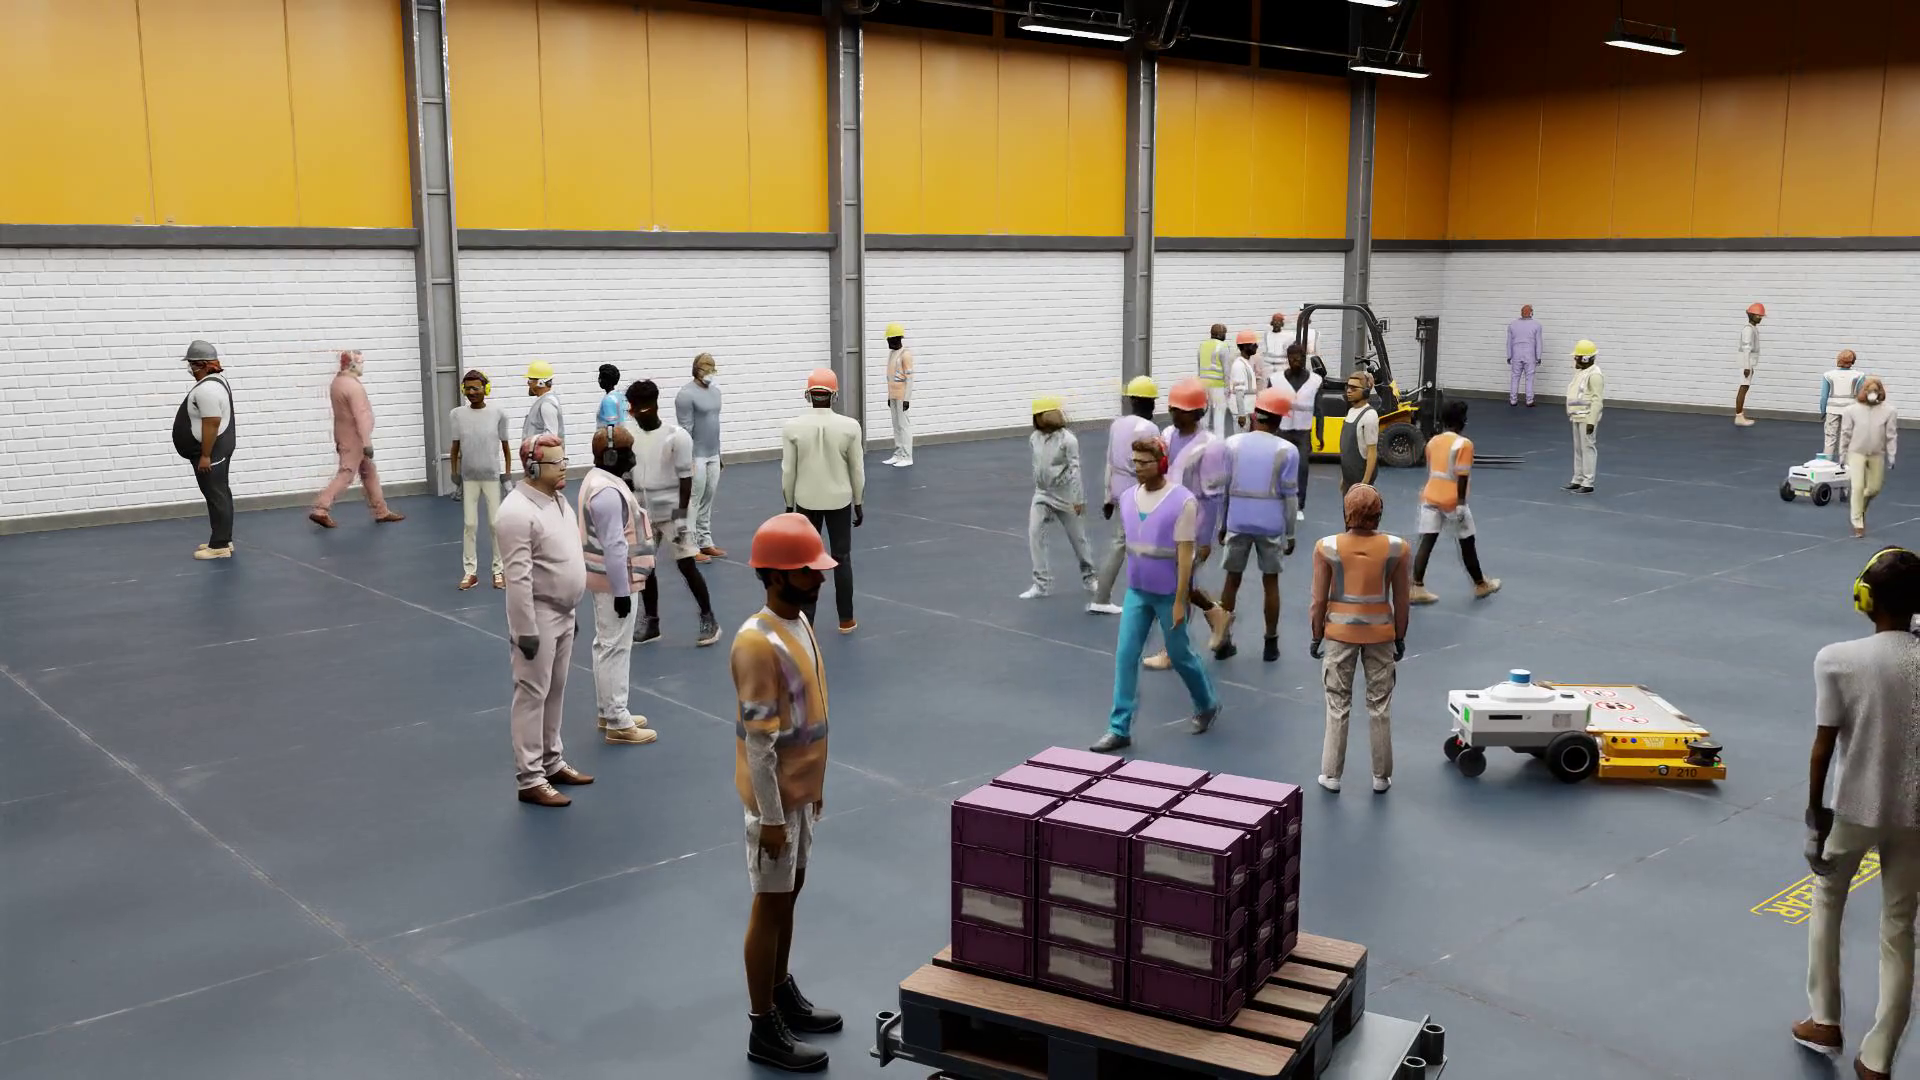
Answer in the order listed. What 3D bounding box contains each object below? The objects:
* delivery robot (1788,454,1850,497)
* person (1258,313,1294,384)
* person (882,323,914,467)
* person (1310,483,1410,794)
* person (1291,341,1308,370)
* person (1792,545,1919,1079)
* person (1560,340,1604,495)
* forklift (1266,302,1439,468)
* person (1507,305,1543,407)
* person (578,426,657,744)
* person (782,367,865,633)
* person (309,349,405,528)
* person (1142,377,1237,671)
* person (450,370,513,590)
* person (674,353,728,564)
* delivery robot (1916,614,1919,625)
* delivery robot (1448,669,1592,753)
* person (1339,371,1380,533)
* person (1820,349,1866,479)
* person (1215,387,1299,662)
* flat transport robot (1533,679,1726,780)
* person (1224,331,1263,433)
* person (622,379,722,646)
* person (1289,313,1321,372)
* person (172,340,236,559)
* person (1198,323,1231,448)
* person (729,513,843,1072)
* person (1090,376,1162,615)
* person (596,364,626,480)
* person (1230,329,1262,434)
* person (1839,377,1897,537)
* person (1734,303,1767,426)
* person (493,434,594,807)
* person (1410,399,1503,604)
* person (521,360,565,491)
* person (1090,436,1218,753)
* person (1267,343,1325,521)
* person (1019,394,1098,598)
[{"bbox_3d":[9.816,-0.743,18.984,0.707,0.478,0.477,-4,10,-27],"label":"delivery robot"},{"bbox_3d":[5.238,-2.850,27.794,0.611,1.854,0.776,4,11,24],"label":"person"},{"bbox_3d":[-0.835,-1.940,22.289,0.377,1.920,0.594,-5,11,-26],"label":"person"},{"bbox_3d":[2.086,0.522,8.701,0.513,1.641,0.309,1,10,6],"label":"person"},{"bbox_3d":[4.895,-2.109,24.278,0.855,1.582,0.490,0,10,-2],"label":"person"},{"bbox_3d":[3.143,0.936,5.689,0.515,1.846,0.652,3,10,17],"label":"person"},{"bbox_3d":[7.377,-1.447,19.675,0.404,1.829,0.591,0,10,2],"label":"person"},{"bbox_3d":[5.320,-2.157,22.763,2.313,2.155,1.214,3,10,16],"label":"forklift"},{"bbox_3d":[10.582,-3.447,31.158,0.652,1.906,0.405,7,12,34],"label":"person"},{"bbox_3d":[-1.991,0.255,9.677,0.429,1.844,0.624,-3,10,-18],"label":"person"},{"bbox_3d":[-1.013,-0.285,12.387,0.619,1.994,0.381,-1,10,-4],"label":"person"},{"bbox_3d":[-6.344,-1.058,17.309,0.978,1.864,0.657,-6,11,-32],"label":"person"},{"bbox_3d":[1.599,-0.109,11.302,0.669,2.017,0.650,-5,11,-25],"label":"person"},{"bbox_3d":[-4.044,-0.507,14.056,0.518,1.870,0.323,-1,10,-5],"label":"person"},{"bbox_3d":[-2.378,-0.759,15.348,0.379,1.933,0.629,4,11,24],"label":"person"},{"bbox_3d":[7.138,0.500,11.728,0.707,0.478,0.477,2,10,11],"label":"delivery robot"},{"bbox_3d":[3.048,0.952,9.083,0.707,0.478,0.477,0,10,1],"label":"delivery robot"},{"bbox_3d":[3.377,-0.518,14.189,0.341,1.846,0.510,-2,10,-10],"label":"person"},{"bbox_3d":[11.161,-1.587,21.047,0.513,1.641,0.309,7,12,37],"label":"person"},{"bbox_3d":[2.066,-0.106,11.568,0.563,1.919,0.398,4,10,22],"label":"person"},{"bbox_3d":[3.784,1.064,9.531,0.652,0.197,1.431,1,10,3],"label":"flat transport robot"},{"bbox_3d":[4.028,-2.089,23.644,0.560,1.746,0.411,4,11,23],"label":"person"},{"bbox_3d":[-2.120,-0.190,11.979,0.780,1.944,0.570,5,11,27],"label":"person"},{"bbox_3d":[5.804,-2.912,28.098,0.575,1.883,0.362,-3,10,-15],"label":"person"},{"bbox_3d":[-7.067,-0.850,15.564,0.537,2.000,0.682,-3,10,-16],"label":"person"},{"bbox_3d":[3.753,-2.273,24.521,0.434,1.834,0.644,-5,11,-27],"label":"person"},{"bbox_3d":[-0.594,0.864,5.824,0.361,1.939,0.543,1,10,8],"label":"person"},{"bbox_3d":[1.436,-0.354,13.151,1.001,1.872,0.595,-4,10,-21],"label":"person"},{"bbox_3d":[-3.647,-0.995,17.416,0.317,1.696,0.538,-1,10,-4],"label":"person"},{"bbox_3d":[3.441,-1.574,20.089,0.354,1.942,0.545,3,10,16],"label":"person"},{"bbox_3d":[9.178,-0.858,16.856,0.509,1.607,0.662,3,10,16],"label":"person"},{"bbox_3d":[13.149,-2.917,27.678,0.403,2.036,0.609,5,11,29],"label":"person"},{"bbox_3d":[-2.132,0.402,8.624,0.402,1.909,0.638,2,10,9],"label":"person"},{"bbox_3d":[4.019,-0.312,13.513,0.879,1.649,0.548,-4,11,-23],"label":"person"},{"bbox_3d":[-3.961,-0.794,15.839,0.403,1.834,0.589,-3,10,-15],"label":"person"},{"bbox_3d":[1.161,0.290,9.573,0.914,1.810,0.590,-9,13,-43],"label":"person"},{"bbox_3d":[3.576,-1.165,17.827,0.619,1.899,0.492,1,10,5],"label":"person"},{"bbox_3d":[0.867,-0.362,13.732,0.576,1.702,0.652,7,12,36],"label":"person"}]
